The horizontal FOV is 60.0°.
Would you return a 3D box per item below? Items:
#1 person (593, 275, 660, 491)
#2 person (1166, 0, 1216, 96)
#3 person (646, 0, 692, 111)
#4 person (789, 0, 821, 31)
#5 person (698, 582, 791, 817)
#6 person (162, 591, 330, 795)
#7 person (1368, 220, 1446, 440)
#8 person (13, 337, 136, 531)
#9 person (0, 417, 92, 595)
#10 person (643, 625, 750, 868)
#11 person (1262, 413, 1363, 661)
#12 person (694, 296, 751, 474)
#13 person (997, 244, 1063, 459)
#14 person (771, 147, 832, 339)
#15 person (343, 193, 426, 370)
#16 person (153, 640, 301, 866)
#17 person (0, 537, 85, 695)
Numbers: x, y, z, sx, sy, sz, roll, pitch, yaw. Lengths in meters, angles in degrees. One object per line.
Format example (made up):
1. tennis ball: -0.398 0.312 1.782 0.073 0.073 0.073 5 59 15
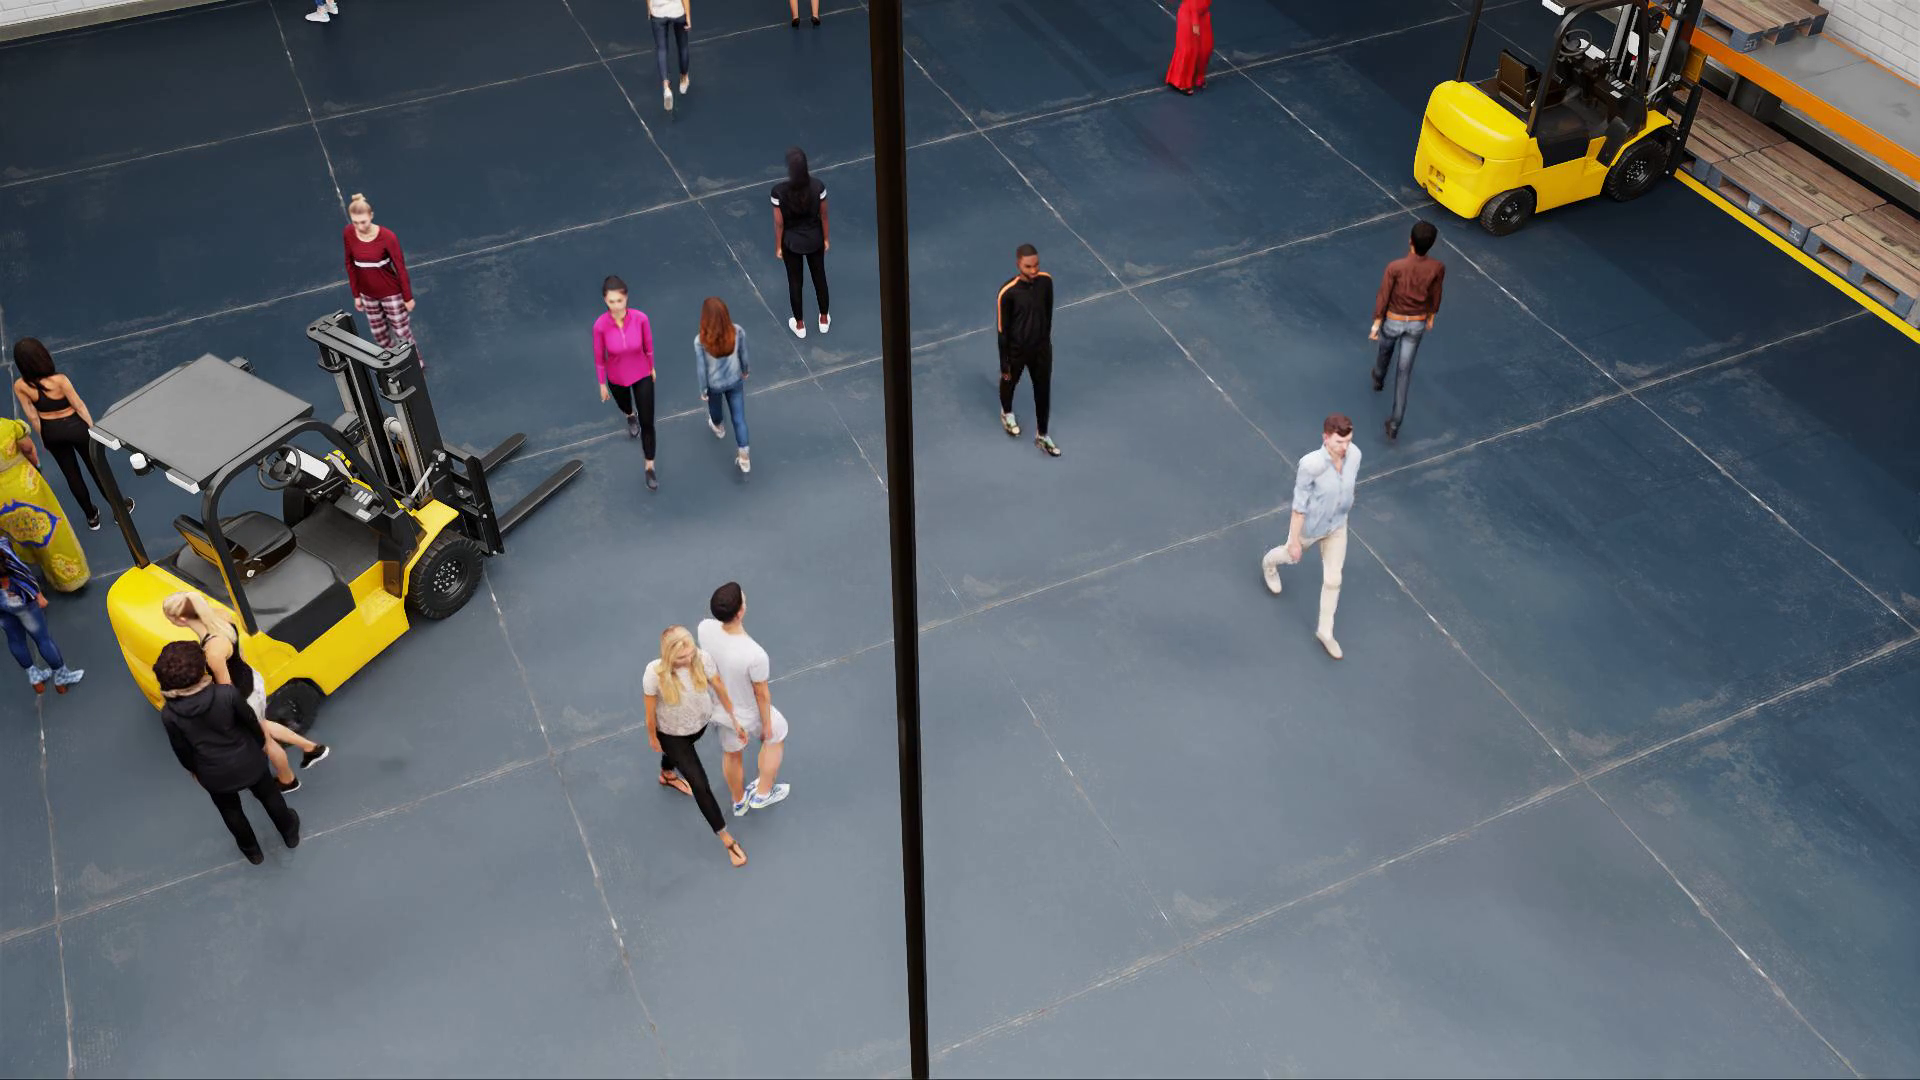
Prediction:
1. person: -2.488 -1.268 12.438 0.739 1.660 1.181 -10 45 -10
2. person: 2.322 -5.224 16.524 0.890 1.752 0.870 22 48 21
3. person: -2.877 -5.116 16.374 0.811 1.792 1.100 -4 44 -4
4. person: -1.702 -6.239 17.637 0.610 1.675 0.563 -5 44 -5
5. person: -1.378 1.035 9.883 0.770 1.840 0.858 24 48 23
6. person: -4.225 0.915 10.013 0.739 1.835 0.718 -12 45 -13
7. person: 3.408 -1.581 12.703 1.044 1.738 1.265 3 44 3
8. person: -6.395 -0.755 11.904 0.596 1.643 0.546 -10 45 -10
9. person: -6.472 -0.272 11.418 0.851 1.626 1.106 -23 48 -22
10. person: -1.697 1.072 9.899 1.261 1.765 0.898 34 53 31
11. person: 2.354 -0.157 11.153 0.711 1.813 1.228 -15 46 -15
12. person: -1.743 -1.152 12.461 0.587 1.451 0.994 -17 46 -17
13. person: 0.446 -1.518 12.607 0.634 1.780 0.904 -18 46 -18
14. person: -1.284 -2.438 13.599 0.644 1.743 0.615 -11 45 -11
15. person: -4.572 -1.978 13.145 0.688 1.704 0.664 3 44 3
16. person: -4.273 1.258 9.694 0.630 1.777 0.579 -21 47 -20
17. person: -6.137 0.374 10.736 0.706 1.621 0.722 5 44 5
